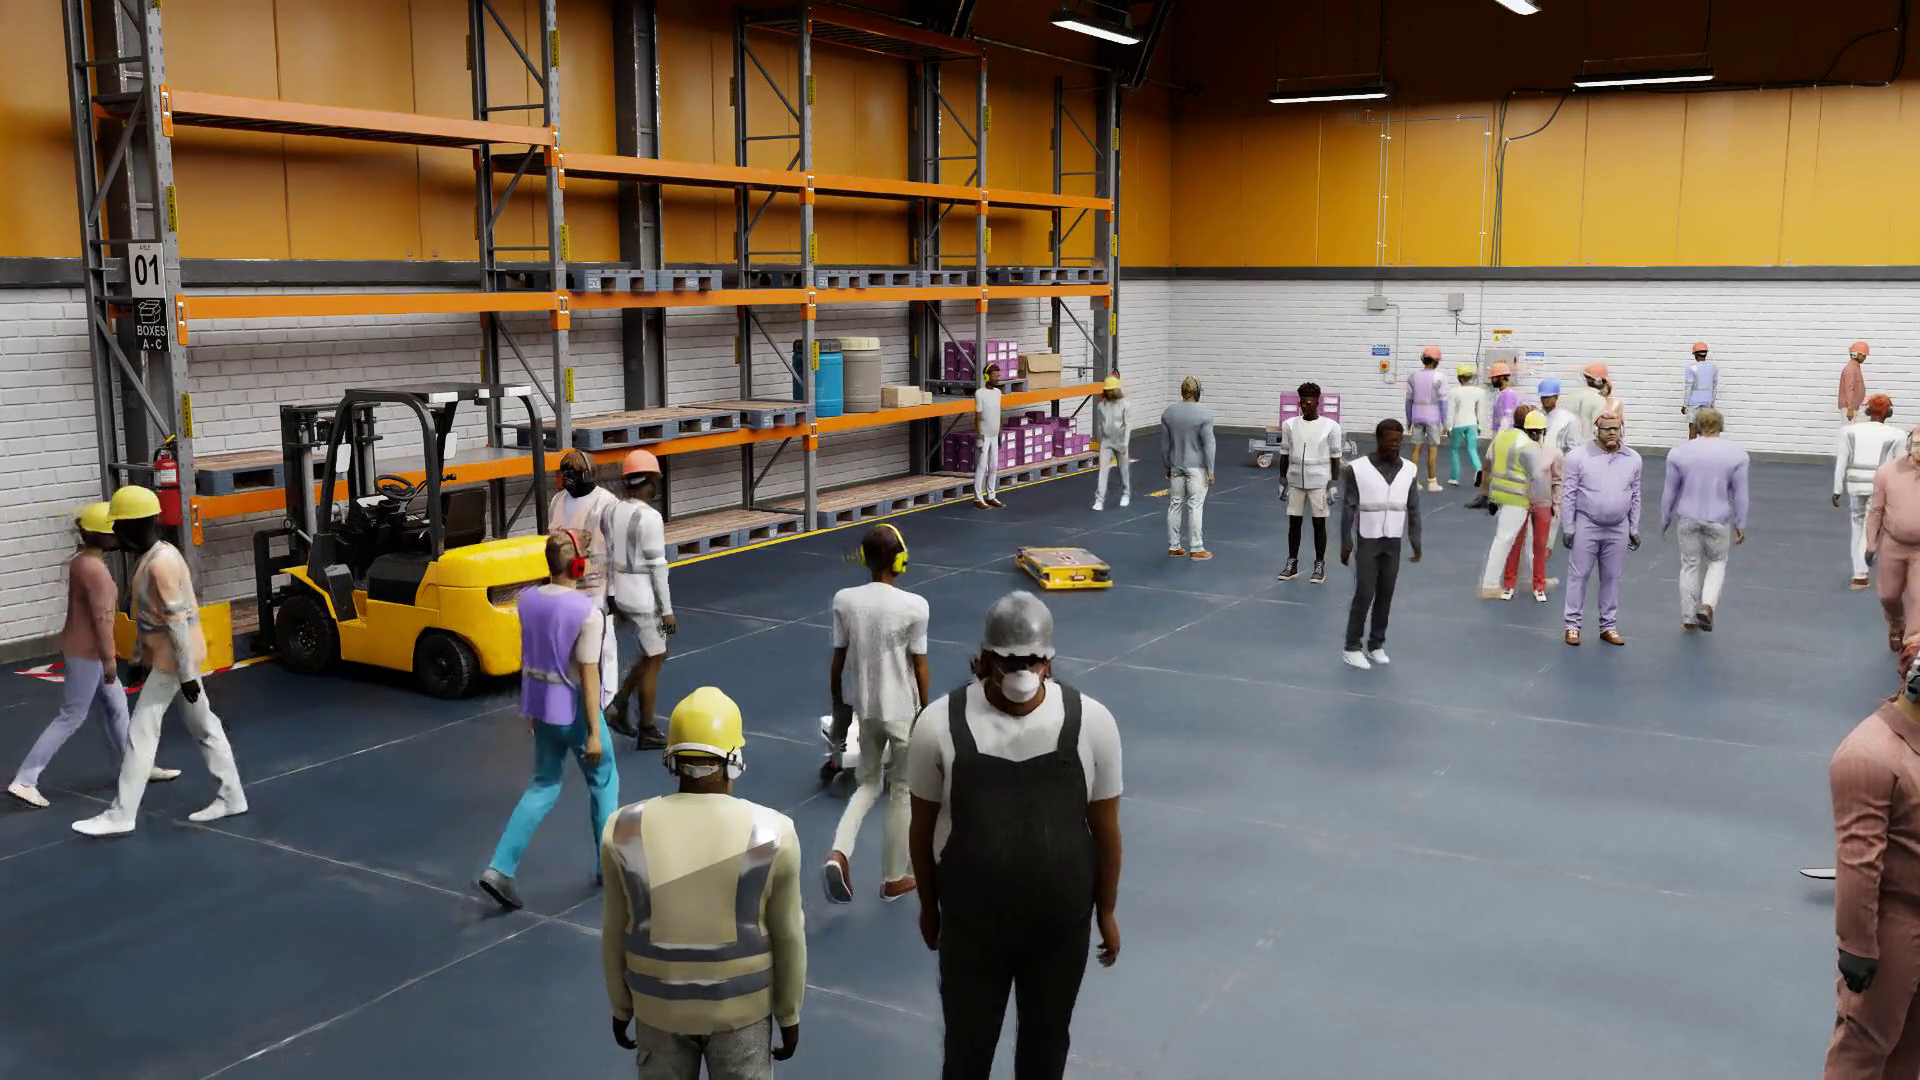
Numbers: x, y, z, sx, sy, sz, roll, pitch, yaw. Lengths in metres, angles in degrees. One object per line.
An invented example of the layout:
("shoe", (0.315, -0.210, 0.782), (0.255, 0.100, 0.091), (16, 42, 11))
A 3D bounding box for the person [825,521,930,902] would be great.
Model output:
("person", (-0.375, 0.838, 7.839), (0.516, 1.855, 0.602), (4, 10, 25))

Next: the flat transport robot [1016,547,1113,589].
("flat transport robot", (1.011, 0.259, 16.363), (0.652, 0.197, 1.431), (-2, 9, -9))

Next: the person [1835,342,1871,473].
("person", (13.496, -2.004, 25.158), (0.393, 1.985, 0.611), (5, 11, 30))

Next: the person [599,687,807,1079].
("person", (-0.739, 1.332, 4.852), (0.594, 1.824, 0.403), (0, 9, -1))

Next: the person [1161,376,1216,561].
("person", (2.405, -0.750, 17.470), (0.635, 1.938, 0.360), (8, 12, 40))

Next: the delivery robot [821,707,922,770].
("delivery robot", (-0.448, 1.133, 9.738), (0.707, 0.478, 0.477), (-3, 10, -20))

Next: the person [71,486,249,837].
("person", (-4.353, 0.647, 8.930), (0.945, 1.876, 0.593), (-4, 10, -25))

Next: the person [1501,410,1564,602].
("person", (5.238, -0.307, 15.247), (0.530, 1.767, 0.328), (3, 9, 16))

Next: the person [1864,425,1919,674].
("person", (7.299, 0.038, 12.728), (0.648, 1.885, 0.799), (7, 12, 38))

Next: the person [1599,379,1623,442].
("person", (8.601, -1.362, 22.294), (0.521, 1.620, 0.677), (4, 10, 23))

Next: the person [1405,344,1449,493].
("person", (6.457, -1.677, 22.943), (0.614, 2.039, 0.395), (8, 12, 42))

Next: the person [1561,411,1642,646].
("person", (5.196, -0.092, 13.463), (0.637, 1.911, 0.406), (0, 9, 1))

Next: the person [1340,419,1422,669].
("person", (3.244, 0.021, 12.788), (0.630, 1.899, 0.504), (-2, 9, -15))

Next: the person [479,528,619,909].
("person", (-1.918, 0.841, 7.937), (0.579, 1.813, 0.874), (7, 11, 36))

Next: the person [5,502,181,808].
("person", (-5.025, 0.642, 9.485), (0.901, 1.714, 0.565), (-6, 11, -35))

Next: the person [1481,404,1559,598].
("person", (5.253, -0.353, 15.413), (0.893, 1.798, 0.627), (-1, 9, -5))

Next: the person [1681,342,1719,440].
("person", (11.768, -2.192, 26.508), (0.543, 1.928, 0.374), (-1, 9, -6))

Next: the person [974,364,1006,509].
("person", (0.377, -1.326, 21.326), (0.319, 1.860, 0.516), (8, 12, 39))

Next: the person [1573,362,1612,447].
("person", (7.409, -1.098, 19.528), (0.432, 1.982, 0.618), (-2, 9, -12))

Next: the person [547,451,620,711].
("person", (-2.516, 0.320, 11.095), (0.634, 1.842, 0.429), (6, 11, 31))

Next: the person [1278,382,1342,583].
("person", (3.393, -0.561, 16.208), (0.612, 1.963, 0.363), (5, 11, 30))

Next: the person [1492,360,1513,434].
("person", (8.862, -2.119, 27.117), (0.527, 1.644, 0.312), (-9, 13, -44))

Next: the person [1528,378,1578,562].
("person", (6.025, -0.701, 17.199), (0.638, 1.922, 0.786), (6, 11, 32))

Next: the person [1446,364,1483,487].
("person", (7.128, -1.606, 23.419), (0.535, 1.747, 0.727), (-1, 9, -6))

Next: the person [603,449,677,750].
("person", (-2.001, 0.386, 10.484), (0.441, 1.911, 0.554), (-5, 10, -27))

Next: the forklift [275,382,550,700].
("forklift", (-3.974, -0.067, 12.417), (2.313, 2.155, 1.214), (5, 11, 30))

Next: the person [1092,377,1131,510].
("person", (1.970, -1.242, 21.314), (0.492, 1.696, 0.897), (4, 10, 23))

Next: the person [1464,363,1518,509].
("person", (7.019, -1.322, 21.226), (1.003, 1.885, 0.546), (0, 9, -1))

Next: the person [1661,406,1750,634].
("person", (6.182, -0.153, 13.834), (0.653, 1.910, 0.453), (4, 10, 26))

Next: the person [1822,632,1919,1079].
("person", (3.025, 1.220, 5.285), (0.652, 1.904, 0.404), (-6, 11, -33))

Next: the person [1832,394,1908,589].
("person", (8.802, -0.476, 16.005), (0.802, 1.856, 0.614), (-9, 13, -43))
